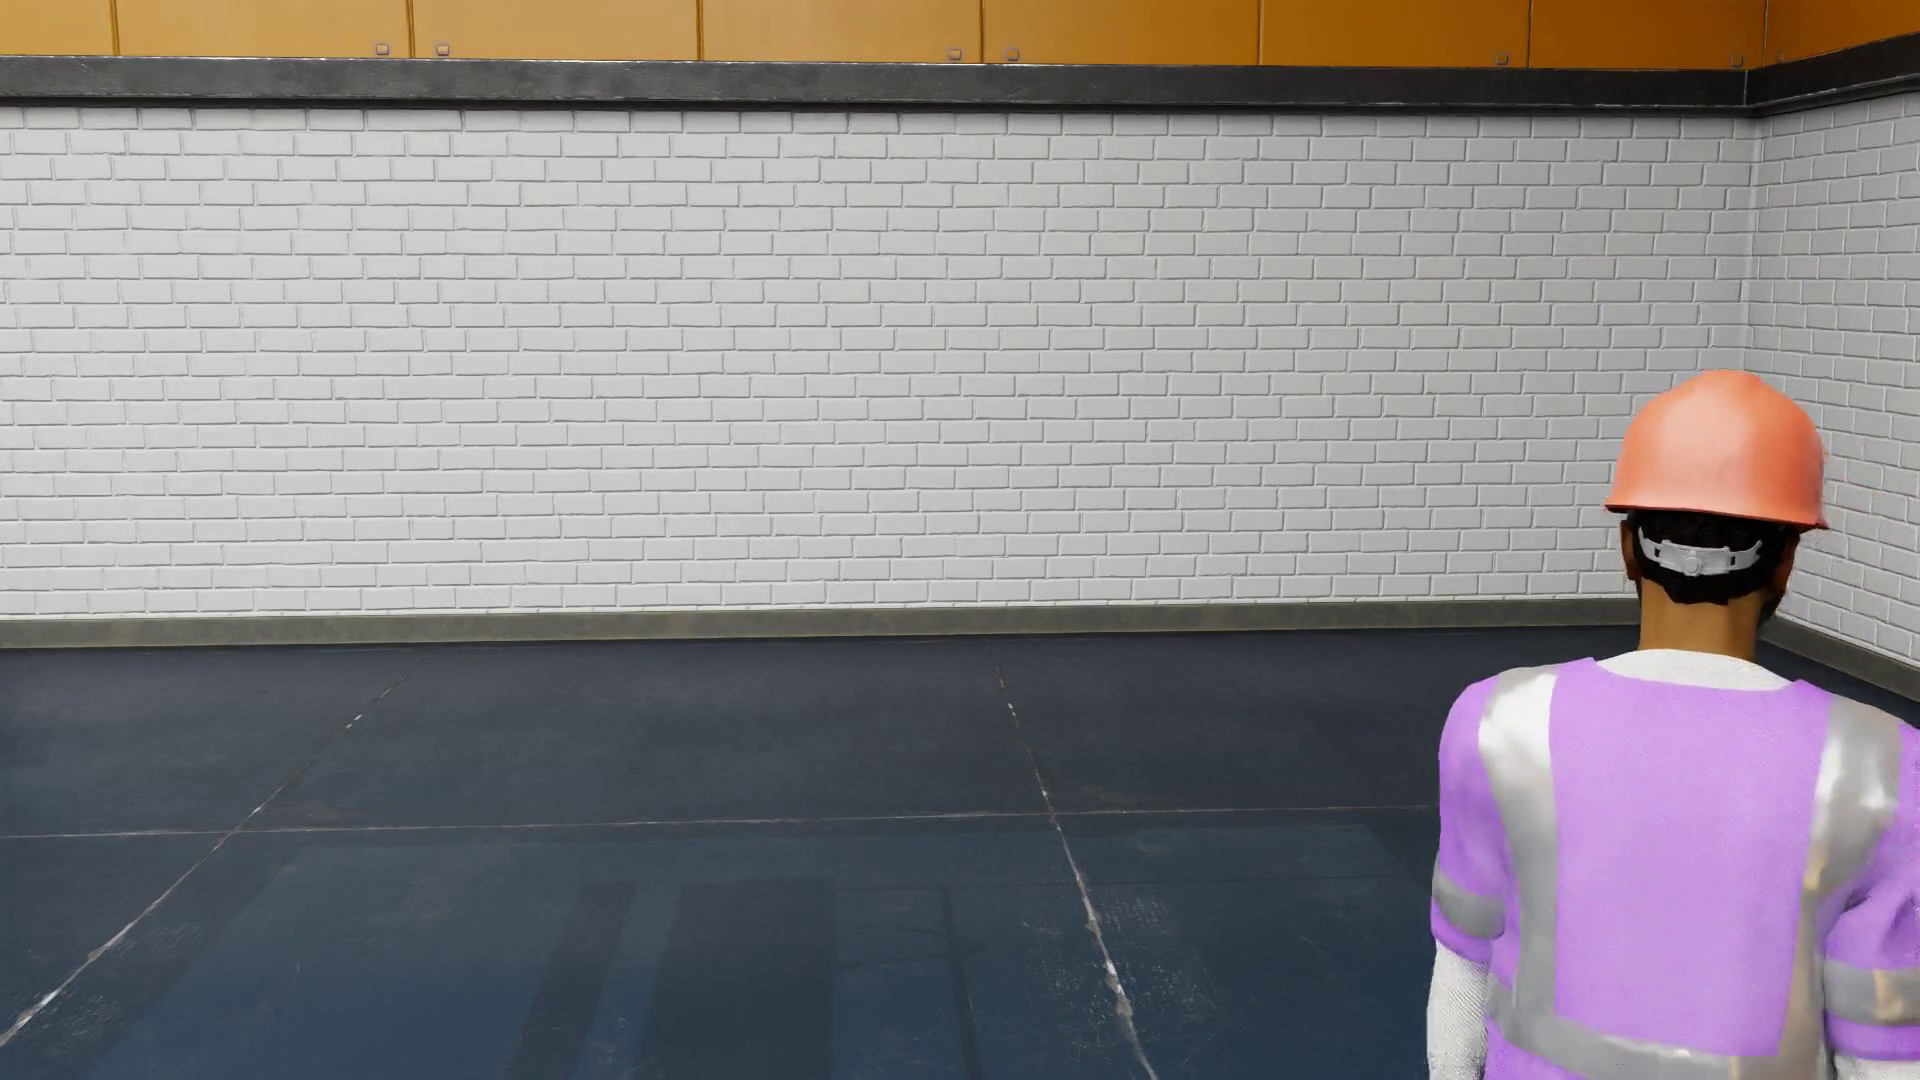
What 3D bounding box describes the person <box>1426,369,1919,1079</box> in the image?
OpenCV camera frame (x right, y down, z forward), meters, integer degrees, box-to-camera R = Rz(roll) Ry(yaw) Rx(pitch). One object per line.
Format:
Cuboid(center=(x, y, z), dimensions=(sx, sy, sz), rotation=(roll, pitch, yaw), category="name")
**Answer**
Cuboid(center=(0.816, 0.761, 1.970), dimensions=(0.537, 1.914, 0.421), rotation=(4, 10, 23), category="person")
